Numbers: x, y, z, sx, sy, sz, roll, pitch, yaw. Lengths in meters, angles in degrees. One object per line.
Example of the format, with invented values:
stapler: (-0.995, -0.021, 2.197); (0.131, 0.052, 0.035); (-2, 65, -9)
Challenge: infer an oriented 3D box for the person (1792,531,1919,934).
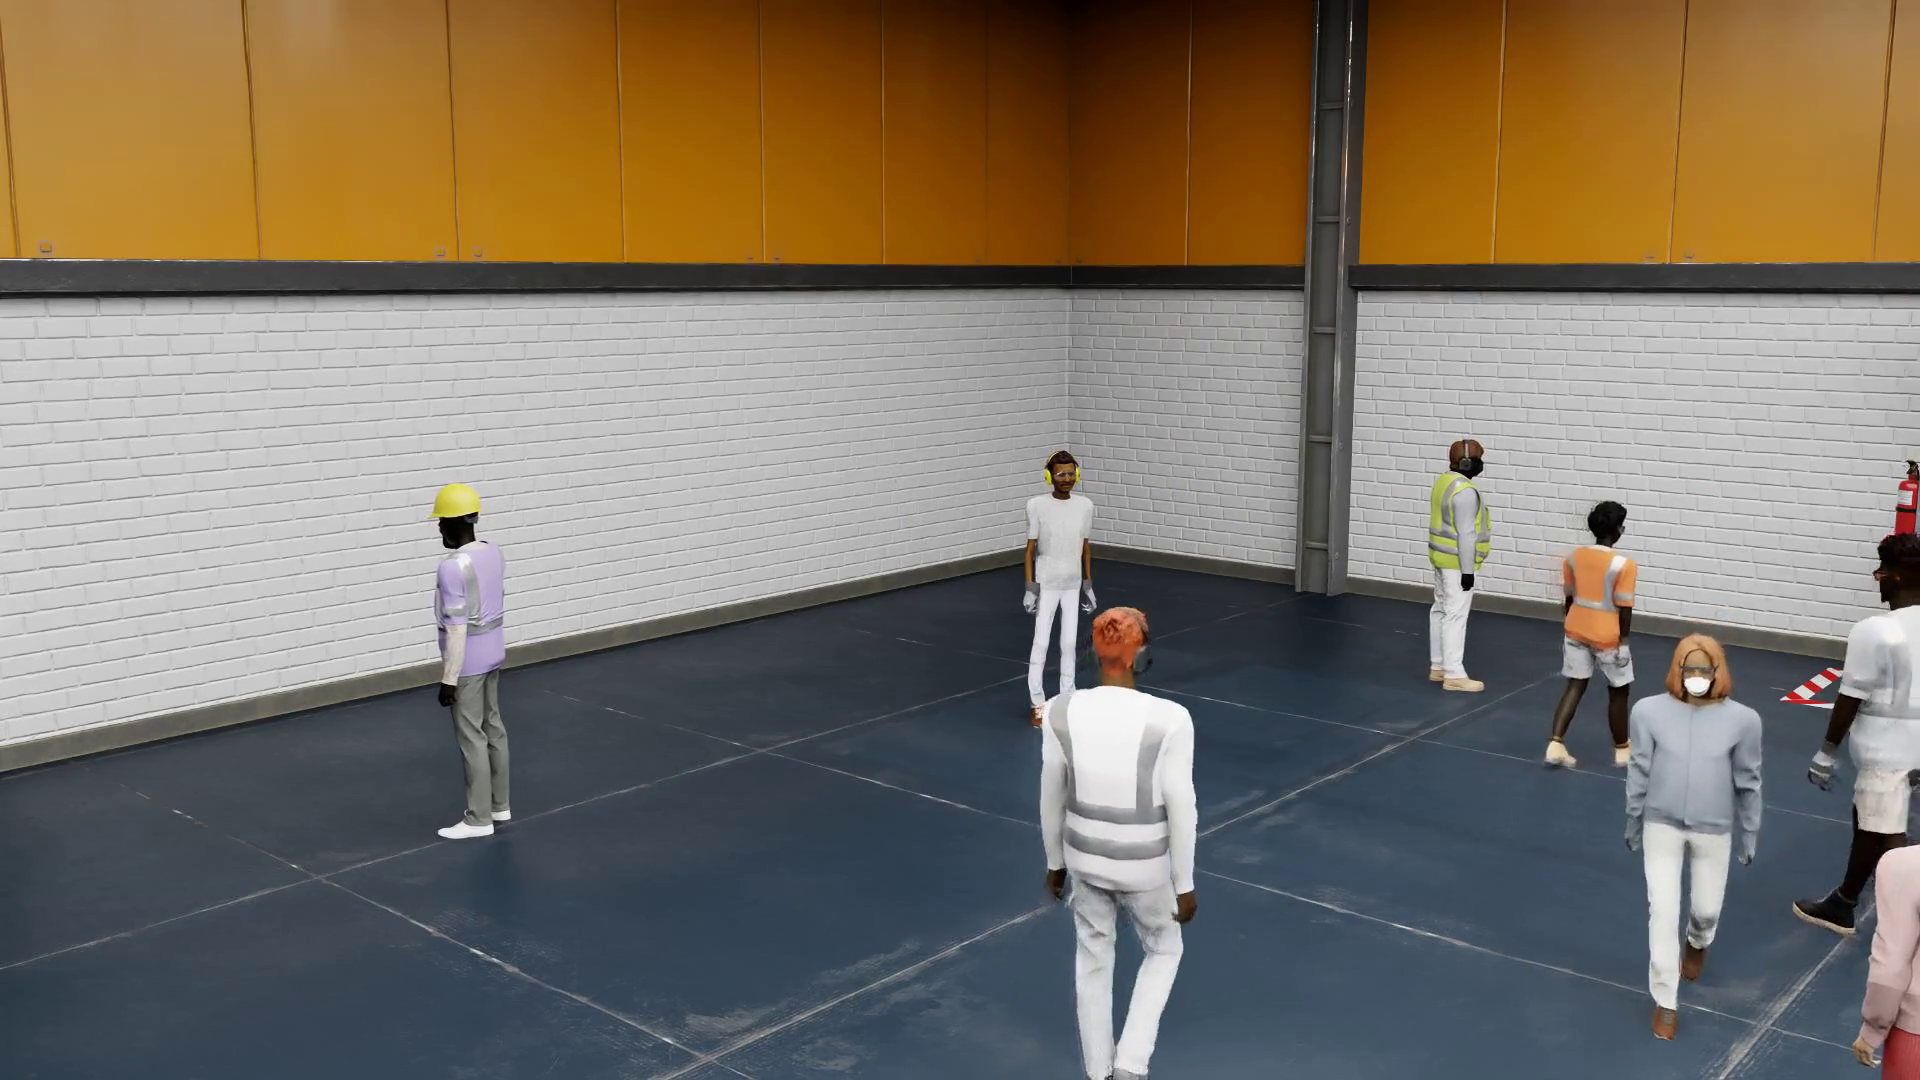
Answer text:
person: (4.137, 0.922, 7.302); (0.606, 1.929, 0.958); (-4, 10, -25)

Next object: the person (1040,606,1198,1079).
person: (0.571, 1.160, 5.950); (0.602, 1.872, 0.412); (4, 10, 26)

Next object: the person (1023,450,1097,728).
person: (0.675, 0.325, 11.205); (0.519, 1.874, 0.327); (-3, 10, -19)

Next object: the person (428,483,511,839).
person: (-2.659, 0.651, 8.984); (0.375, 1.923, 0.595); (2, 9, 9)

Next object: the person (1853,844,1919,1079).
person: (2.850, 1.397, 4.807); (0.522, 1.768, 0.311); (-1, 9, -4)

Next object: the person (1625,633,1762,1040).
person: (2.988, 1.157, 6.808); (0.504, 1.612, 0.704); (4, 10, 23)

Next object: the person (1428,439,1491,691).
person: (3.669, 0.175, 12.239); (0.430, 1.844, 0.624); (0, 9, 0)

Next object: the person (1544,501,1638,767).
person: (3.913, 0.586, 10.192); (0.713, 1.674, 0.542); (-5, 10, -29)
